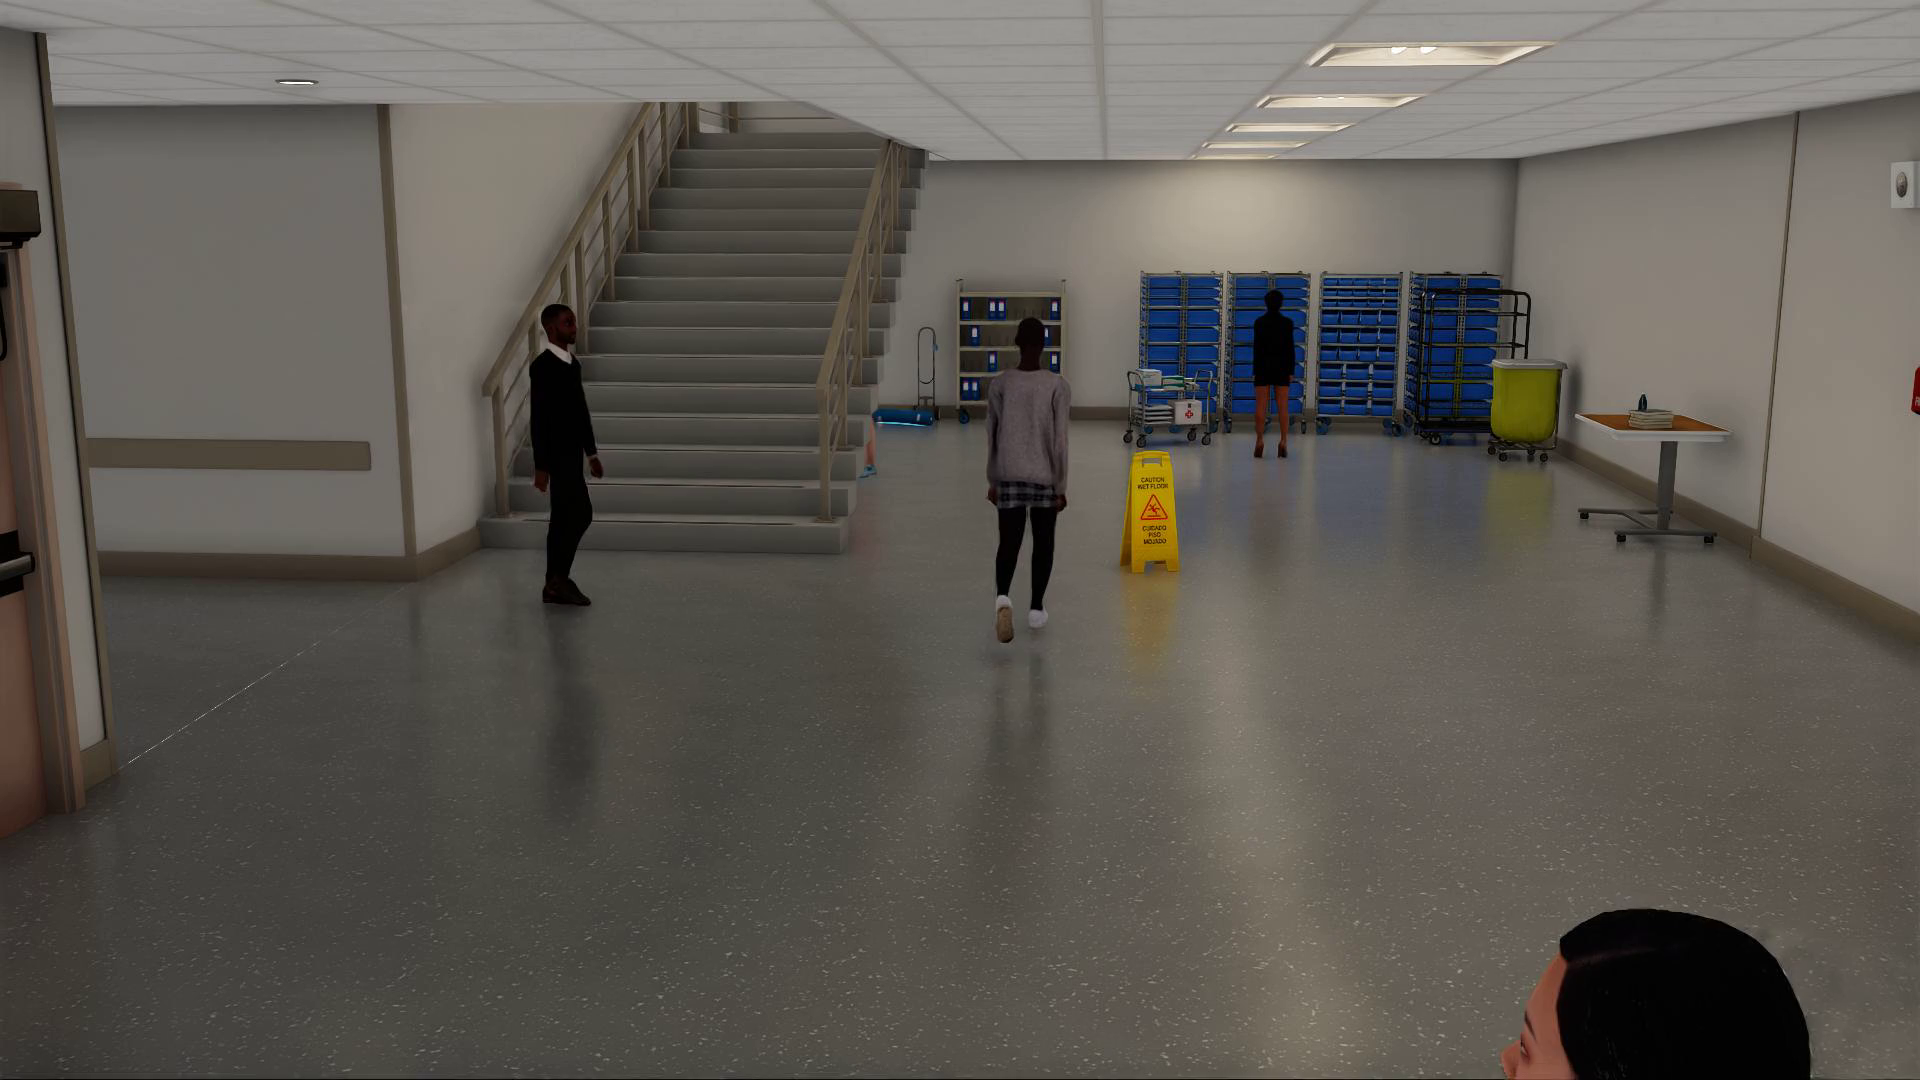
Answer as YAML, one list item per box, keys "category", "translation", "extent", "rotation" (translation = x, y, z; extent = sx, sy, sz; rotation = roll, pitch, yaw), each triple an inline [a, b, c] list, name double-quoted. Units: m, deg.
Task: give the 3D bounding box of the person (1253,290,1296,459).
- category: "person"
  translation: [3.059, -1.623, 16.263]
  extent: [0.565, 1.640, 0.624]
  rotation: [2, 11, 8]

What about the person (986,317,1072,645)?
- category: "person"
  translation: [0.348, -0.300, 9.009]
  extent: [0.704, 1.745, 1.144]
  rotation: [2, 11, 11]

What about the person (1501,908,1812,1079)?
- category: "person"
  translation: [0.574, 1.150, 1.315]
  extent: [0.831, 1.766, 0.783]
  rotation: [6, 12, 30]

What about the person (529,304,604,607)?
- category: "person"
  translation: [-2.460, -0.492, 9.893]
  extent: [0.709, 1.792, 0.537]
  rotation: [1, 11, 7]
